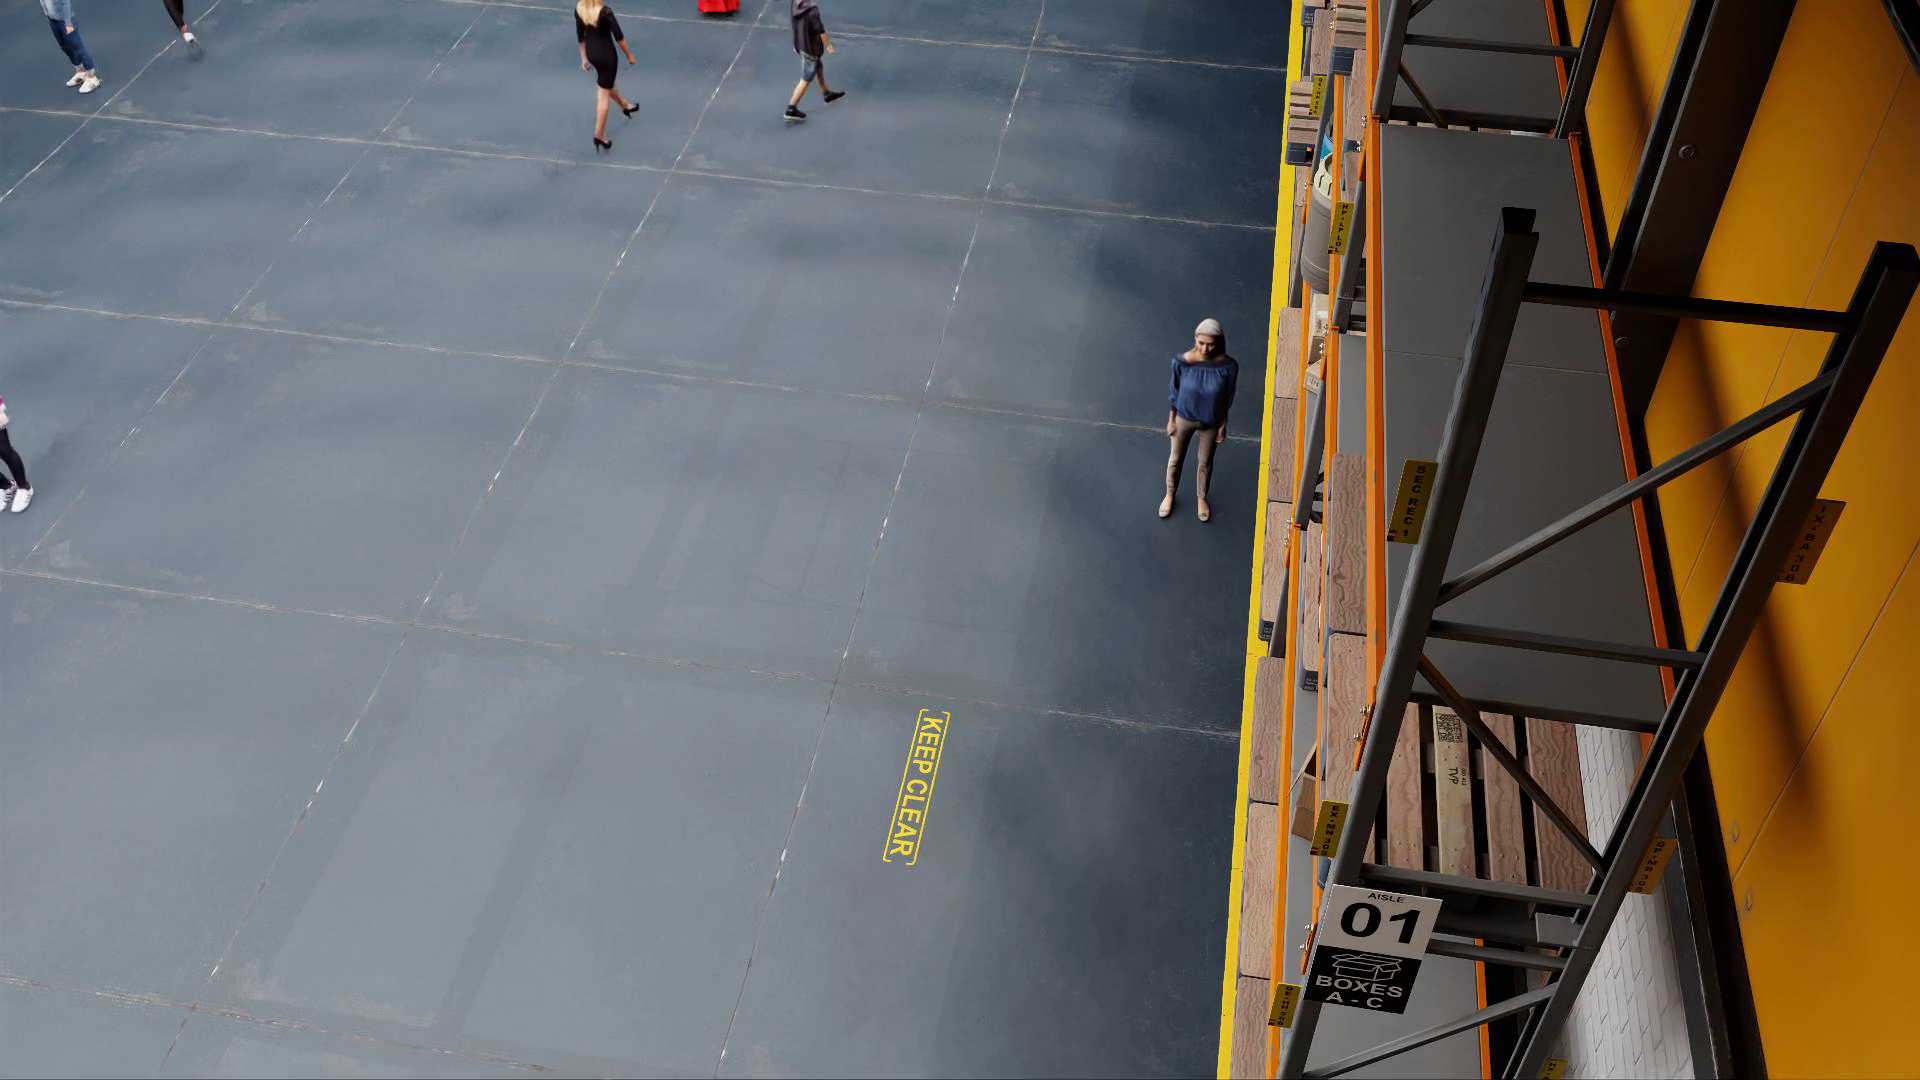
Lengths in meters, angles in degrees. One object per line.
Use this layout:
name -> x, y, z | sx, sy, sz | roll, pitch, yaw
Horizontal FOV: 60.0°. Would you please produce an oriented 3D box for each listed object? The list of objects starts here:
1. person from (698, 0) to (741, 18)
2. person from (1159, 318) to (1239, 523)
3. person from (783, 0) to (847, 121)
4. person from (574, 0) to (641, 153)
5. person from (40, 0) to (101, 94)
person -> -2.620, -6.386, 17.482 | 0.657, 1.785, 0.636 | 1, 44, 2
person -> 1.679, -0.850, 11.735 | 0.614, 1.697, 0.559 | 5, 44, 5
person -> -1.502, -4.712, 15.985 | 1.015, 1.416, 0.957 | -26, 49, -25
person -> -3.386, -4.412, 15.513 | 0.798, 1.632, 1.111 | 21, 48, 21
person -> -8.858, -5.174, 16.426 | 0.649, 1.476, 0.639 | 25, 49, 24
